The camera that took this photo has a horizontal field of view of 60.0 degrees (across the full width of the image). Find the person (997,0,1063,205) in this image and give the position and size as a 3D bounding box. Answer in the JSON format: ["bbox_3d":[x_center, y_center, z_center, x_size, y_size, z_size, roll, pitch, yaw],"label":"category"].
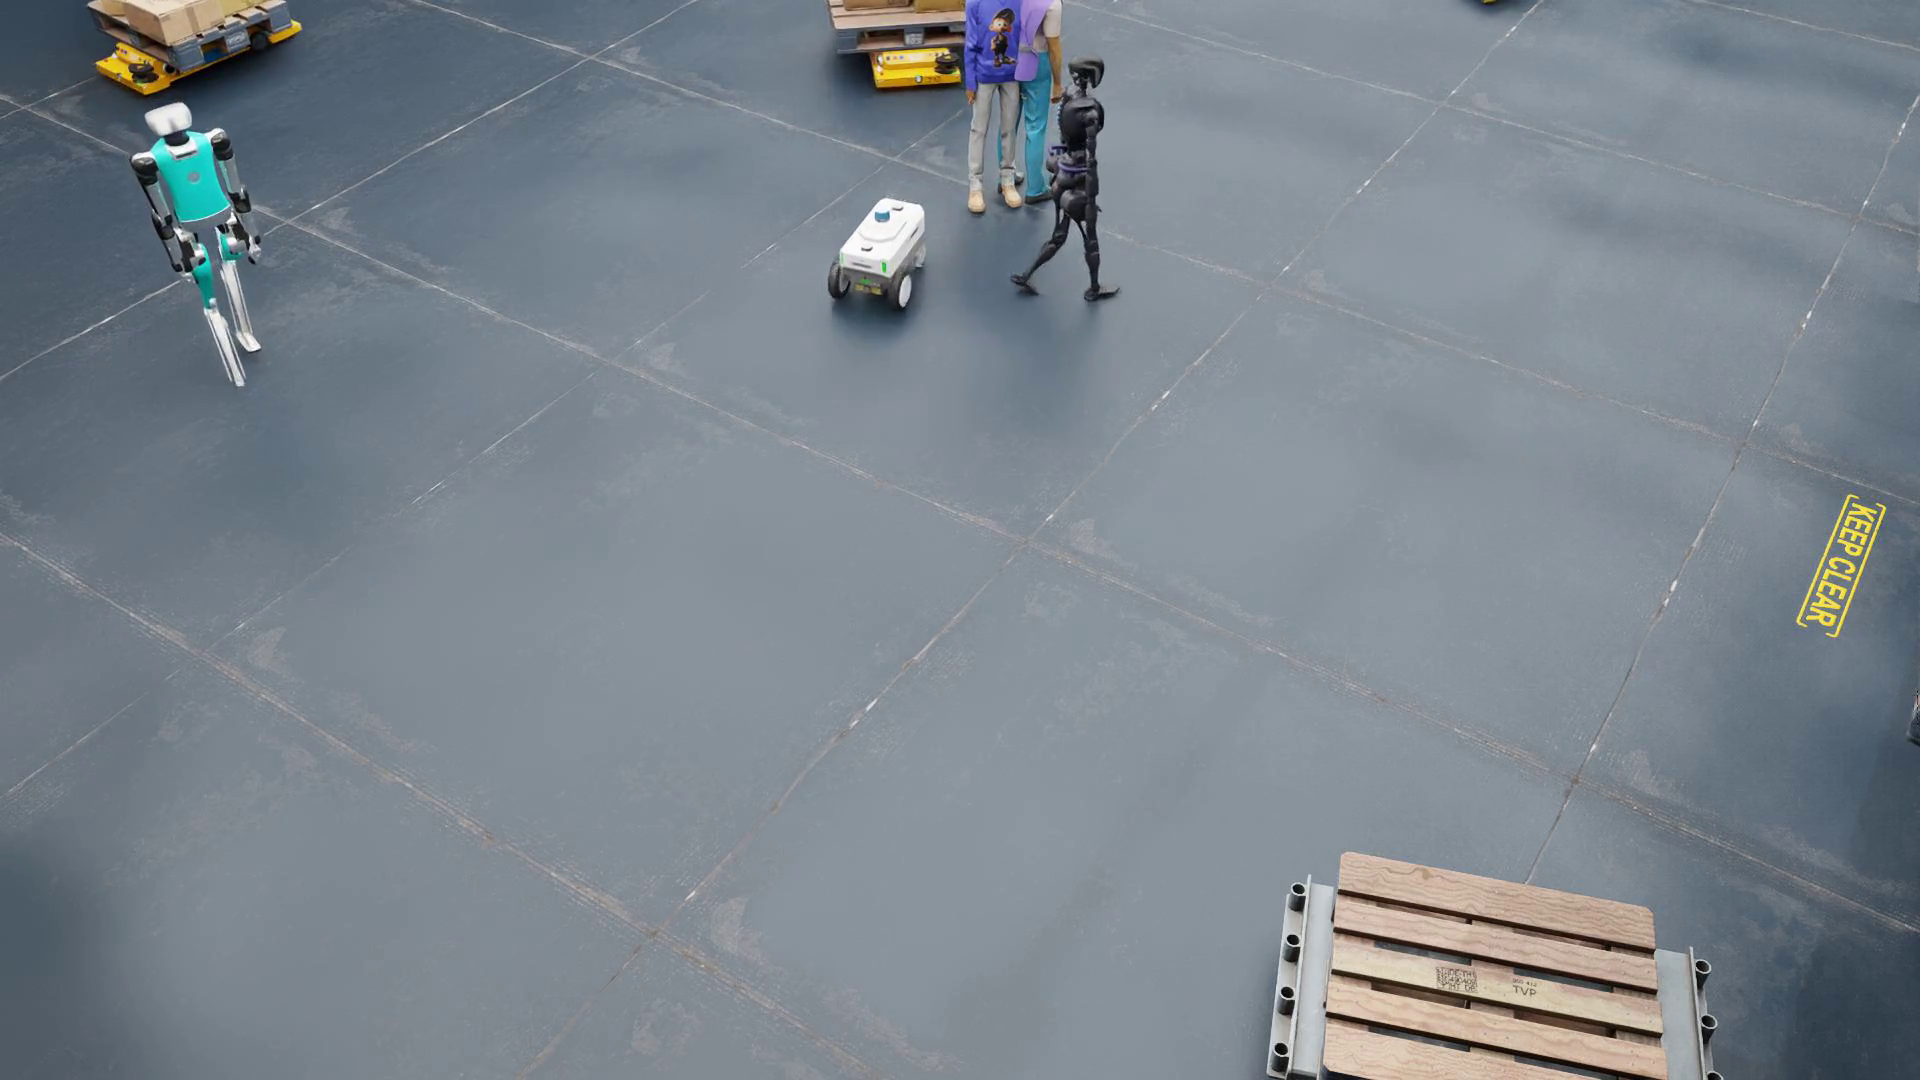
[{"bbox_3d":[0.436,-3.121,11.089,0.569,1.843,0.373,31,50,30],"label":"person"}]

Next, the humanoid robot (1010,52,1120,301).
[{"bbox_3d":[0.672,-2.197,10.225,0.700,1.659,0.605,-11,43,-12],"label":"humanoid robot"}]

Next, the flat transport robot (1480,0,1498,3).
[{"bbox_3d":[4.824,-4.970,14.341,1.431,0.231,0.659,-22,46,-23],"label":"flat transport robot"}]

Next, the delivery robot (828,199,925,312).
[{"bbox_3d":[-0.498,-1.841,10.640,0.499,0.614,0.815,14,44,15],"label":"delivery robot"}]

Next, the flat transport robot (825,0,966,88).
[{"bbox_3d":[-0.429,-4.028,13.287,0.659,0.231,1.431,-6,42,-7],"label":"flat transport robot"}]

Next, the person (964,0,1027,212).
[{"bbox_3d":[0.260,-3.062,11.008,0.460,1.869,0.361,-9,43,-10],"label":"person"}]

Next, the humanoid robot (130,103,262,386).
[{"bbox_3d":[-4.392,-1.755,9.659,0.539,1.812,0.770,-28,49,-27],"label":"humanoid robot"}]

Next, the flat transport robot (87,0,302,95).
[{"bbox_3d":[-6.042,-3.959,13.210,0.659,0.231,1.431,27,48,27],"label":"flat transport robot"}]
